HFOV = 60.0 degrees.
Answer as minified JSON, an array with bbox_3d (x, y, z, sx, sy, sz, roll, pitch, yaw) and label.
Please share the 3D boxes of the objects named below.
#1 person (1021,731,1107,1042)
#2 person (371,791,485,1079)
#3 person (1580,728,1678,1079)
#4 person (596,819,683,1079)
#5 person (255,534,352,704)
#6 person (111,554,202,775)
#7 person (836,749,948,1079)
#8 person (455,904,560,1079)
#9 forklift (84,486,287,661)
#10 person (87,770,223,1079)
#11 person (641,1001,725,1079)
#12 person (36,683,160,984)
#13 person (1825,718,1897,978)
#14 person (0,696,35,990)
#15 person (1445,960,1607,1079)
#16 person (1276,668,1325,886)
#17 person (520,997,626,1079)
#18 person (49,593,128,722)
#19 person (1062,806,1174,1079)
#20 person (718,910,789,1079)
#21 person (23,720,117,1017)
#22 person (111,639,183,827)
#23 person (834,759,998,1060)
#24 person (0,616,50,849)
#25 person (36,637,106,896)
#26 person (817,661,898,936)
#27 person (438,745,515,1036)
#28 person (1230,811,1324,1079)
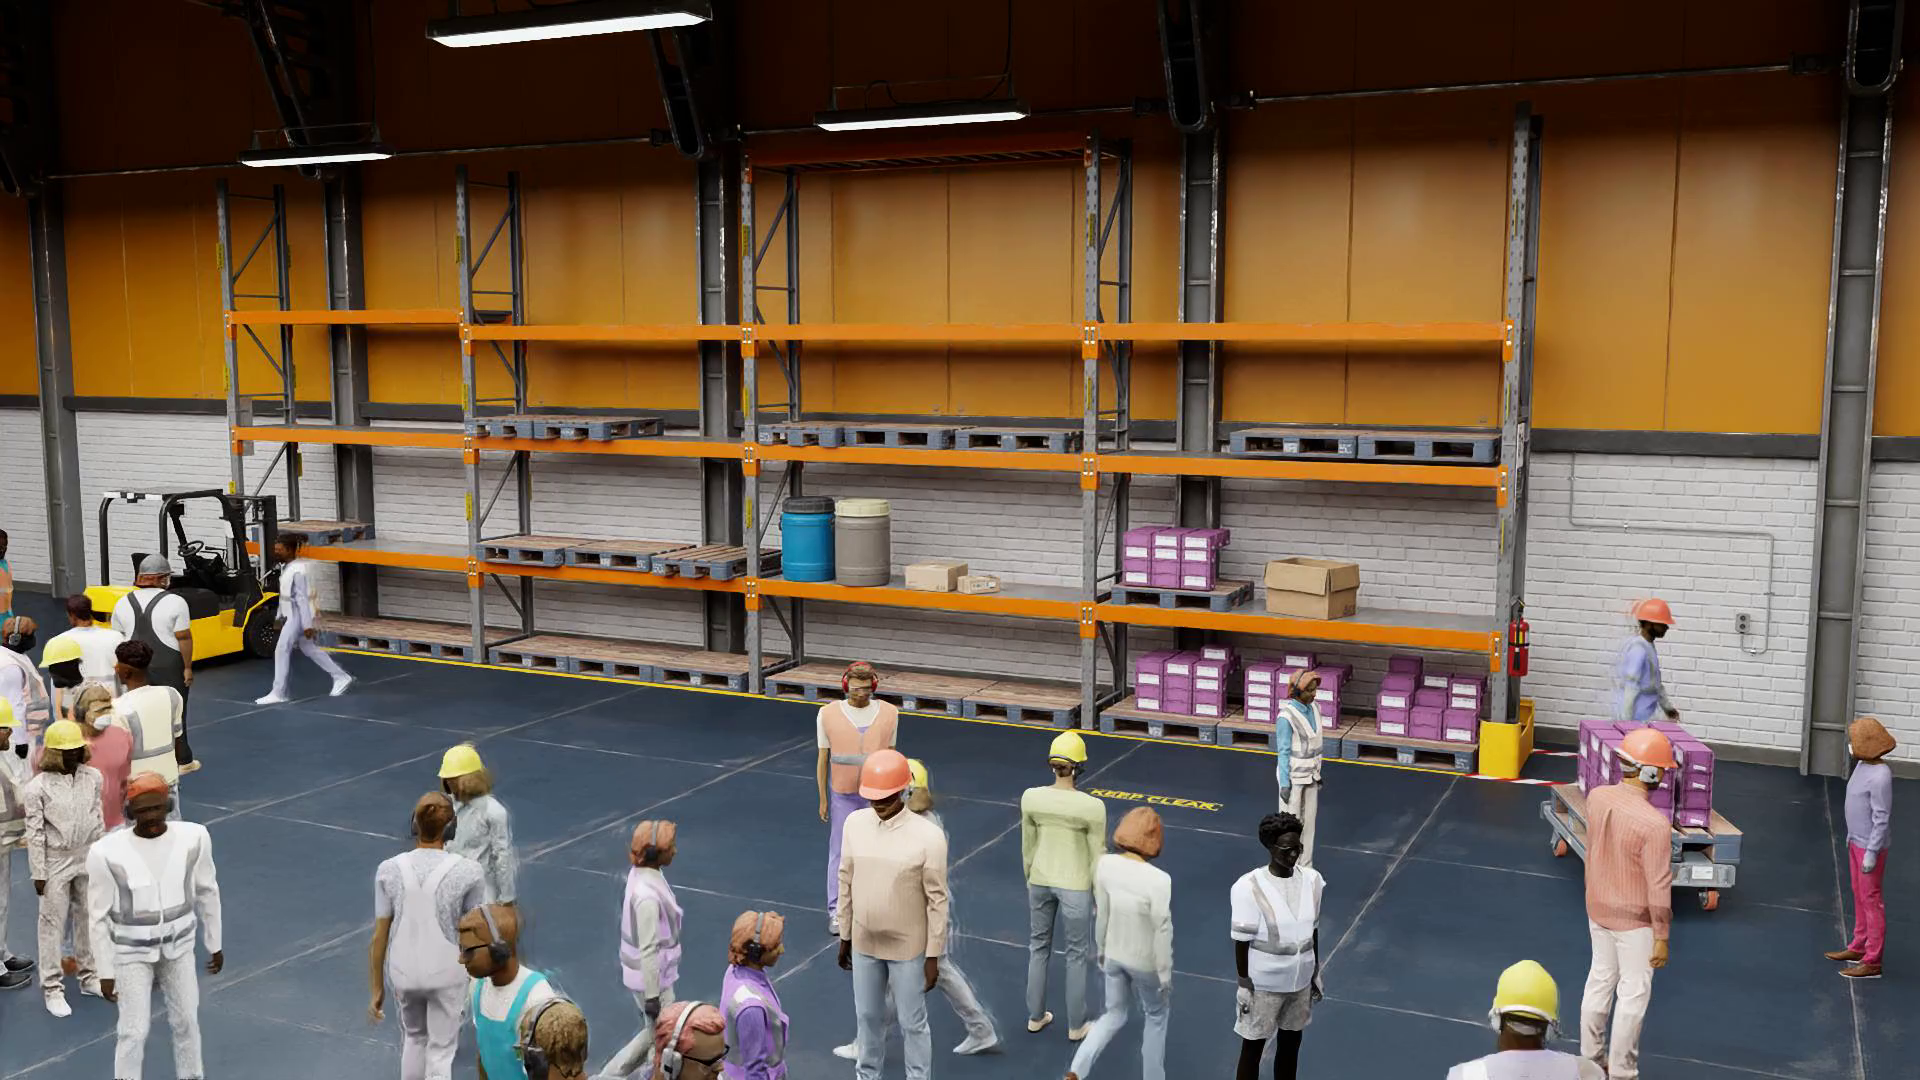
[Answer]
[{"bbox_3d":[0.596,1.964,9.497,0.519,1.757,0.337,3,7,23],"label":"person"},{"bbox_3d":[-2.537,2.108,8.049,0.526,1.815,0.689,0,7,1],"label":"person"},{"bbox_3d":[3.494,1.952,8.677,0.403,1.982,0.628,-2,7,-16],"label":"person"},{"bbox_3d":[-1.573,2.176,8.255,0.460,1.622,0.522,-2,7,-14],"label":"person"},{"bbox_3d":[-7.226,0.844,18.275,0.970,1.879,0.597,-3,8,-26],"label":"person"},{"bbox_3d":[-7.323,1.130,15.220,0.684,2.000,0.536,0,7,2],"label":"person"},{"bbox_3d":[-0.356,2.001,8.247,0.608,1.987,0.388,4,8,27],"label":"person"},{"bbox_3d":[-1.616,2.290,6.635,0.697,1.799,0.581,-7,10,-44],"label":"person"},{"bbox_3d":[-9.426,0.454,20.179,1.214,2.155,2.313,3,8,26],"label":"forklift"},{"bbox_3d":[-3.994,2.053,8.278,0.610,1.875,0.380,-6,9,-41],"label":"person"},{"bbox_3d":[-0.863,2.397,5.321,0.407,1.904,0.639,2,7,18],"label":"person"},{"bbox_3d":[-5.297,1.815,10.213,1.040,1.881,0.639,4,8,31],"label":"person"},{"bbox_3d":[5.656,1.915,10.405,0.279,1.633,0.498,2,7,15],"label":"person"},{"bbox_3d":[-5.926,1.849,10.200,0.403,1.820,0.602,-4,8,-28],"label":"person"},{"bbox_3d":[1.939,2.367,5.946,0.633,1.798,0.591,-1,7,-4],"label":"person"},{"bbox_3d":[2.437,1.726,11.975,0.312,1.631,0.529,6,9,41],"label":"person"},{"bbox_3d":[-1.245,2.393,5.269,0.384,1.928,0.636,4,8,28],"label":"person"},{"bbox_3d":[-7.149,1.383,13.723,0.613,1.902,0.512,-5,9,-38],"label":"person"},{"bbox_3d":[0.841,2.164,8.514,0.712,1.602,0.504,-6,9,-43],"label":"person"},{"bbox_3d":[-0.871,2.335,6.945,0.312,1.631,0.530,-1,7,-12],"label":"person"},{"bbox_3d":[-5.275,1.924,9.880,0.295,1.743,0.492,3,8,26],"label":"person"},{"bbox_3d":[-5.538,1.642,11.294,0.369,1.967,0.600,3,7,20],"label":"person"},{"bbox_3d":[-0.229,2.042,9.145,0.854,1.692,0.498,2,7,18],"label":"person"},{"bbox_3d":[-7.364,1.500,13.034,0.429,1.834,0.636,-4,8,-28],"label":"person"},{"bbox_3d":[-6.207,1.619,11.805,0.590,1.891,0.624,4,8,29],"label":"person"},{"bbox_3d":[-0.685,1.717,11.202,0.563,1.838,0.390,-2,7,-17],"label":"person"},{"bbox_3d":[-2.825,2.006,9.396,0.496,1.698,0.868,4,8,29],"label":"person"},{"bbox_3d":[1.558,2.156,8.151,0.535,1.697,0.318,-4,8,-27],"label":"person"}]
